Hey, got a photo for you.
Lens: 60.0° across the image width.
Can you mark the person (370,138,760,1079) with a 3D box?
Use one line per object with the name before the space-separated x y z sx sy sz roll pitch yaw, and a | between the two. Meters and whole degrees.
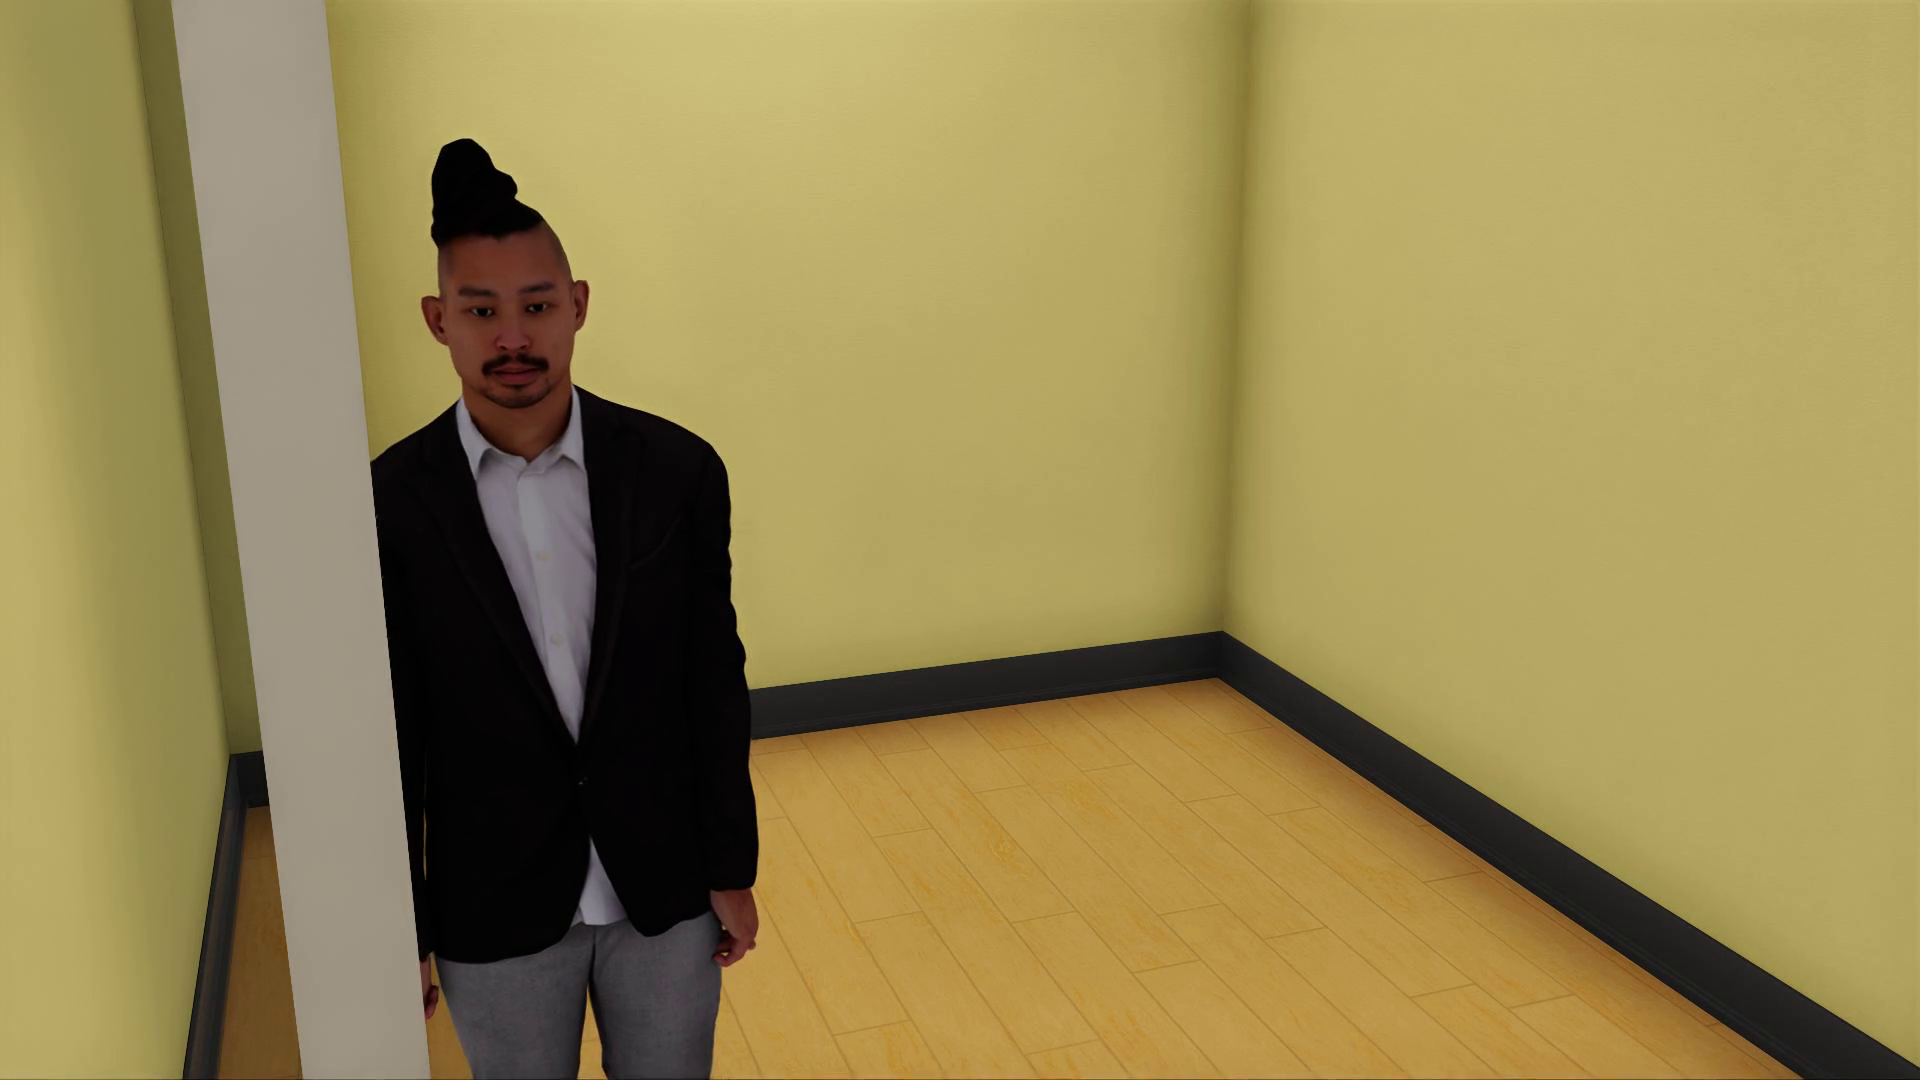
person | -0.555 0.432 2.347 0.524 1.952 0.760 -6 17 -20
